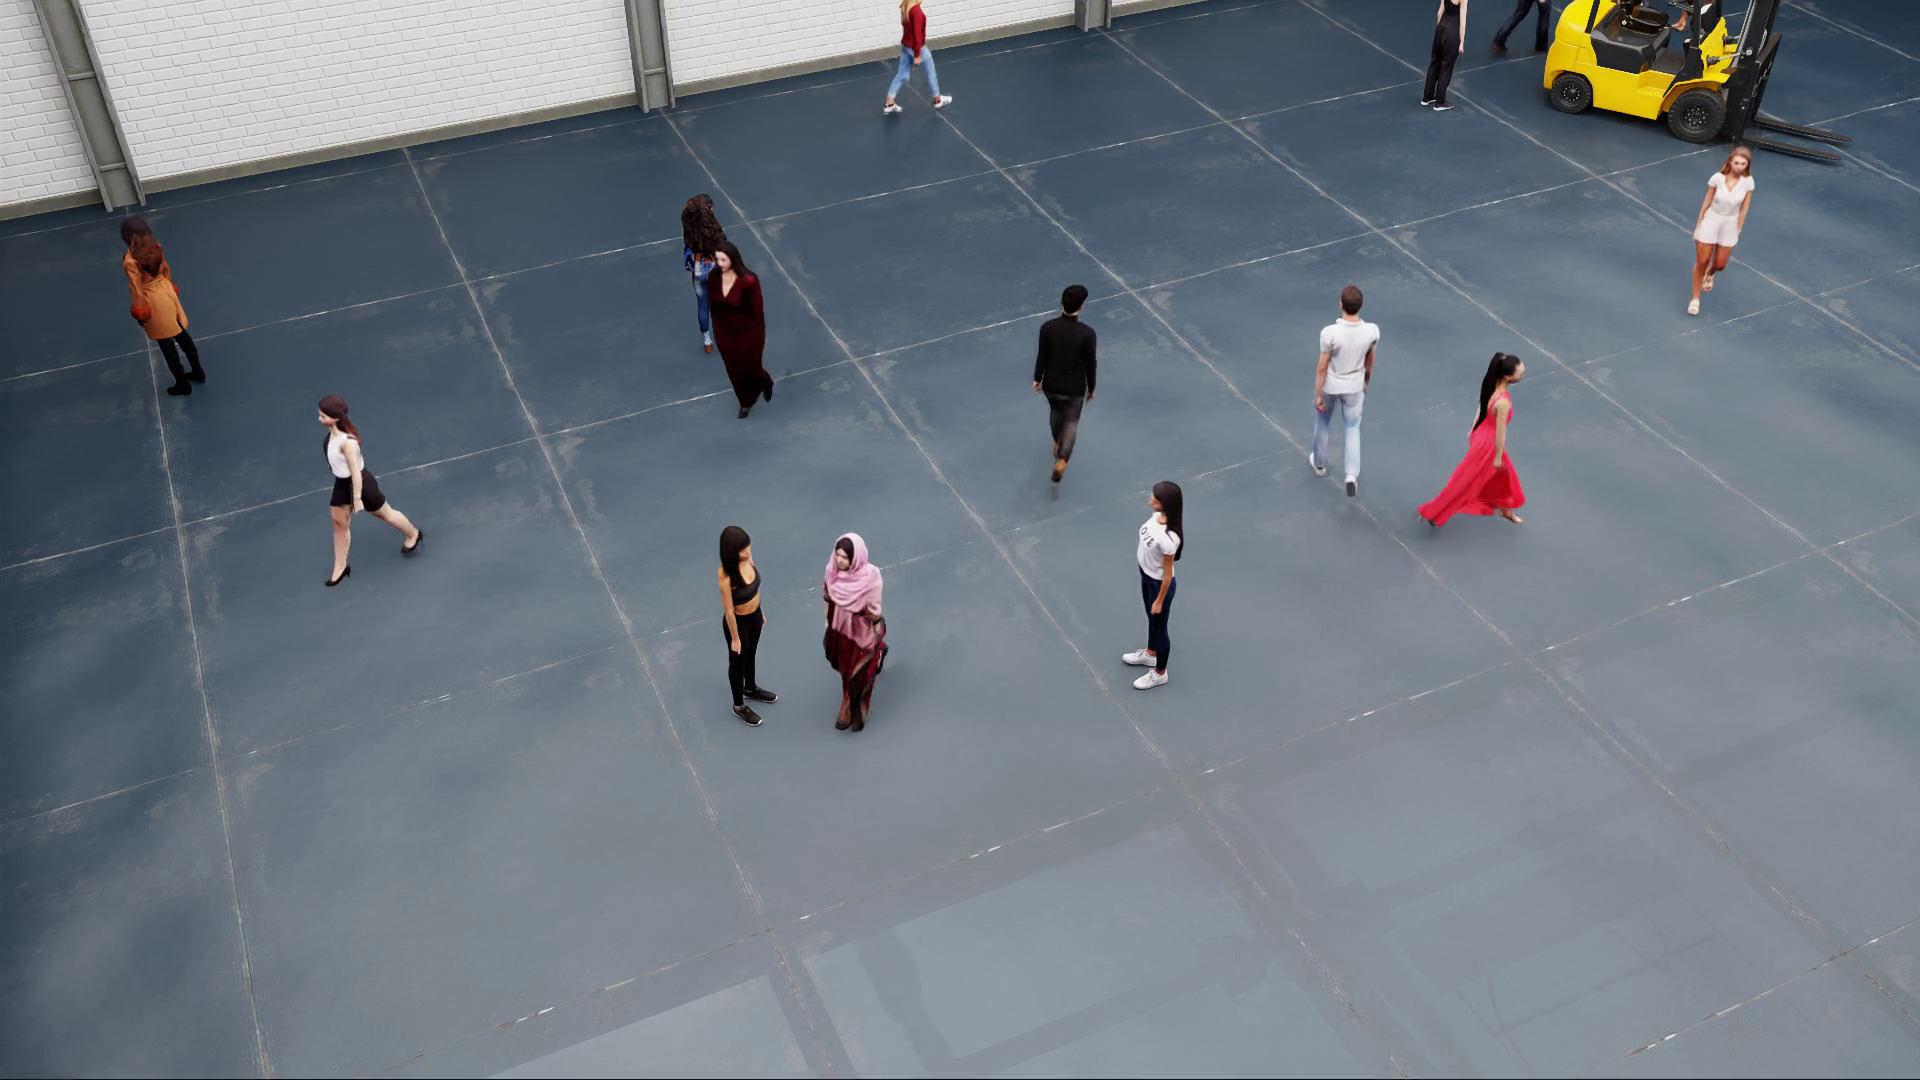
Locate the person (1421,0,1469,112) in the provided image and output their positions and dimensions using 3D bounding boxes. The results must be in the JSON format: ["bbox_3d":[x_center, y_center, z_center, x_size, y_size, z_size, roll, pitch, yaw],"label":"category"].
[{"bbox_3d":[5.738,-5.948,19.596,0.547,1.746,0.601,-21,43,-24],"label":"person"}]

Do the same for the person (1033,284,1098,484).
[{"bbox_3d":[0.852,-1.266,13.775,1.075,1.693,1.140,12,40,14],"label":"person"}]

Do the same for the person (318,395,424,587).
[{"bbox_3d":[-4.551,-0.417,12.784,1.127,1.602,0.786,-29,47,-31],"label":"person"}]

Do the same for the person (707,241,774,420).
[{"bbox_3d":[-1.884,-1.865,14.486,0.839,1.742,0.897,15,41,18],"label":"person"}]

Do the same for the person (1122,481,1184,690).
[{"bbox_3d":[1.408,0.302,11.745,0.617,1.776,0.650,-4,39,-5],"label":"person"}]

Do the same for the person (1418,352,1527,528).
[{"bbox_3d":[4.046,-0.712,13.098,1.198,1.672,0.914,-1,39,-1],"label":"person"}]

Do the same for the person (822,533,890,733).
[{"bbox_3d":[-0.688,0.557,11.549,0.926,1.623,1.053,22,44,25],"label":"person"}]

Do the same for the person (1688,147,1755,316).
[{"bbox_3d":[7.287,-3.018,15.980,0.852,1.680,0.922,14,41,17],"label":"person"}]

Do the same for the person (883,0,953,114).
[{"bbox_3d":[-0.610,-5.716,19.433,1.148,1.587,0.737,-23,44,-26],"label":"person"}]

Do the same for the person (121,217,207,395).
[{"bbox_3d":[-7.113,-2.081,14.774,0.827,1.720,0.779,10,40,12],"label":"person"}]

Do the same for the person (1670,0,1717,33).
[{"bbox_3d":[9.729,-7.428,21.538,1.138,1.634,0.849,-29,47,-31],"label":"person"}]

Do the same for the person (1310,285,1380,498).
[{"bbox_3d":[3.142,-1.181,13.559,1.064,1.830,0.975,-1,39,-2],"label":"person"}]

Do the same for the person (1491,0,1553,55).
[{"bbox_3d":[7.136,-6.909,20.774,1.158,1.777,0.785,-11,40,-13],"label":"person"}]

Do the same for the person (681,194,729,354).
[{"bbox_3d":[-2.306,-2.457,15.327,0.654,1.617,0.756,4,39,5],"label":"person"}]

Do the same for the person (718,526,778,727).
[{"bbox_3d":[-1.514,0.558,11.530,0.677,1.644,0.610,14,41,17],"label":"person"}]
